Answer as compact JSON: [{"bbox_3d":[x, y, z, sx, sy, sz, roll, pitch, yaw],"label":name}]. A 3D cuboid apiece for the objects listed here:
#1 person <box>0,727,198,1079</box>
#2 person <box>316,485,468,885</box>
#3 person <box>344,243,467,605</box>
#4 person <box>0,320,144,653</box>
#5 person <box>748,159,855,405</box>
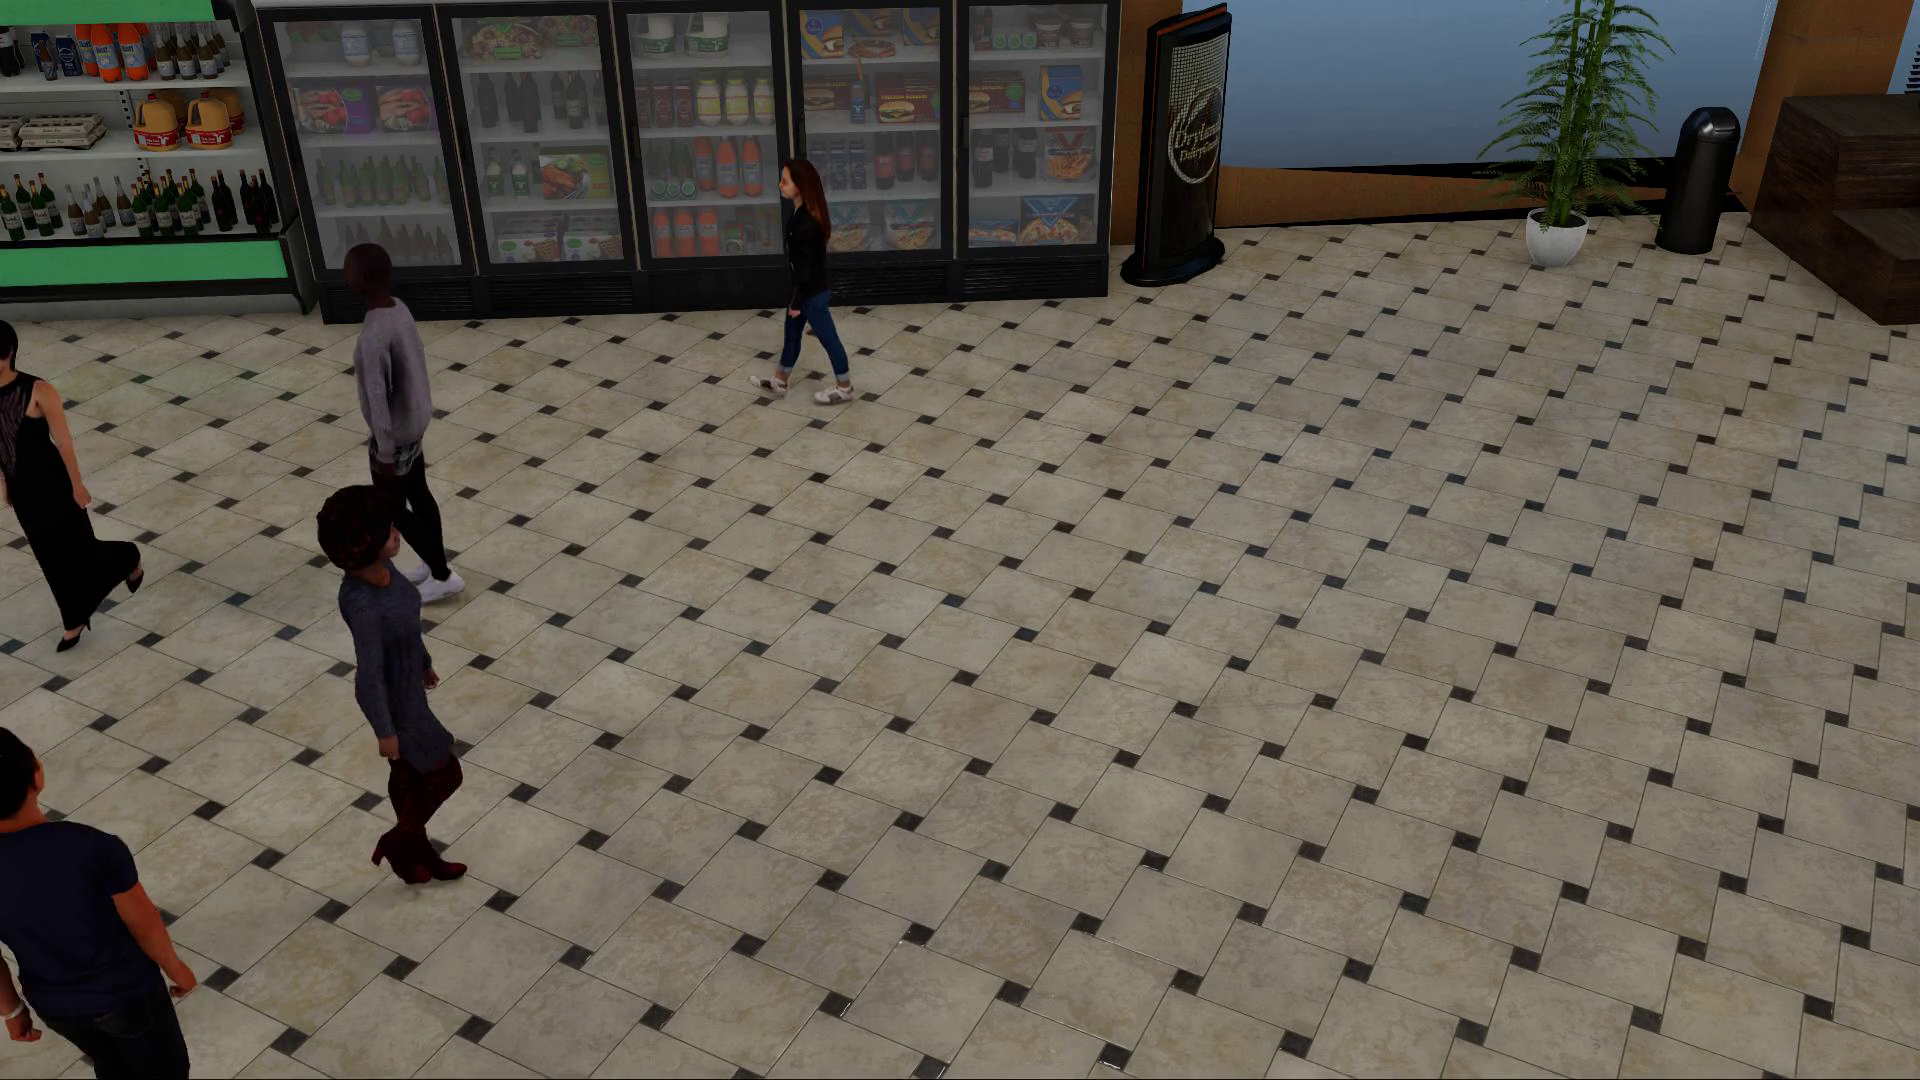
[{"bbox_3d":[-2.453,1.328,4.669,0.948,1.773,0.741,-5,32,-8],"label":"person"},{"bbox_3d":[-2.089,0.586,5.931,0.650,1.700,0.636,-6,32,-9],"label":"person"},{"bbox_3d":[-2.535,-0.504,7.617,0.575,1.770,0.629,-2,32,-3],"label":"person"},{"bbox_3d":[-4.036,-0.279,7.423,0.779,1.593,0.761,7,32,10],"label":"person"},{"bbox_3d":[-0.771,-1.441,9.417,0.839,1.459,0.617,-5,32,-7],"label":"person"}]
